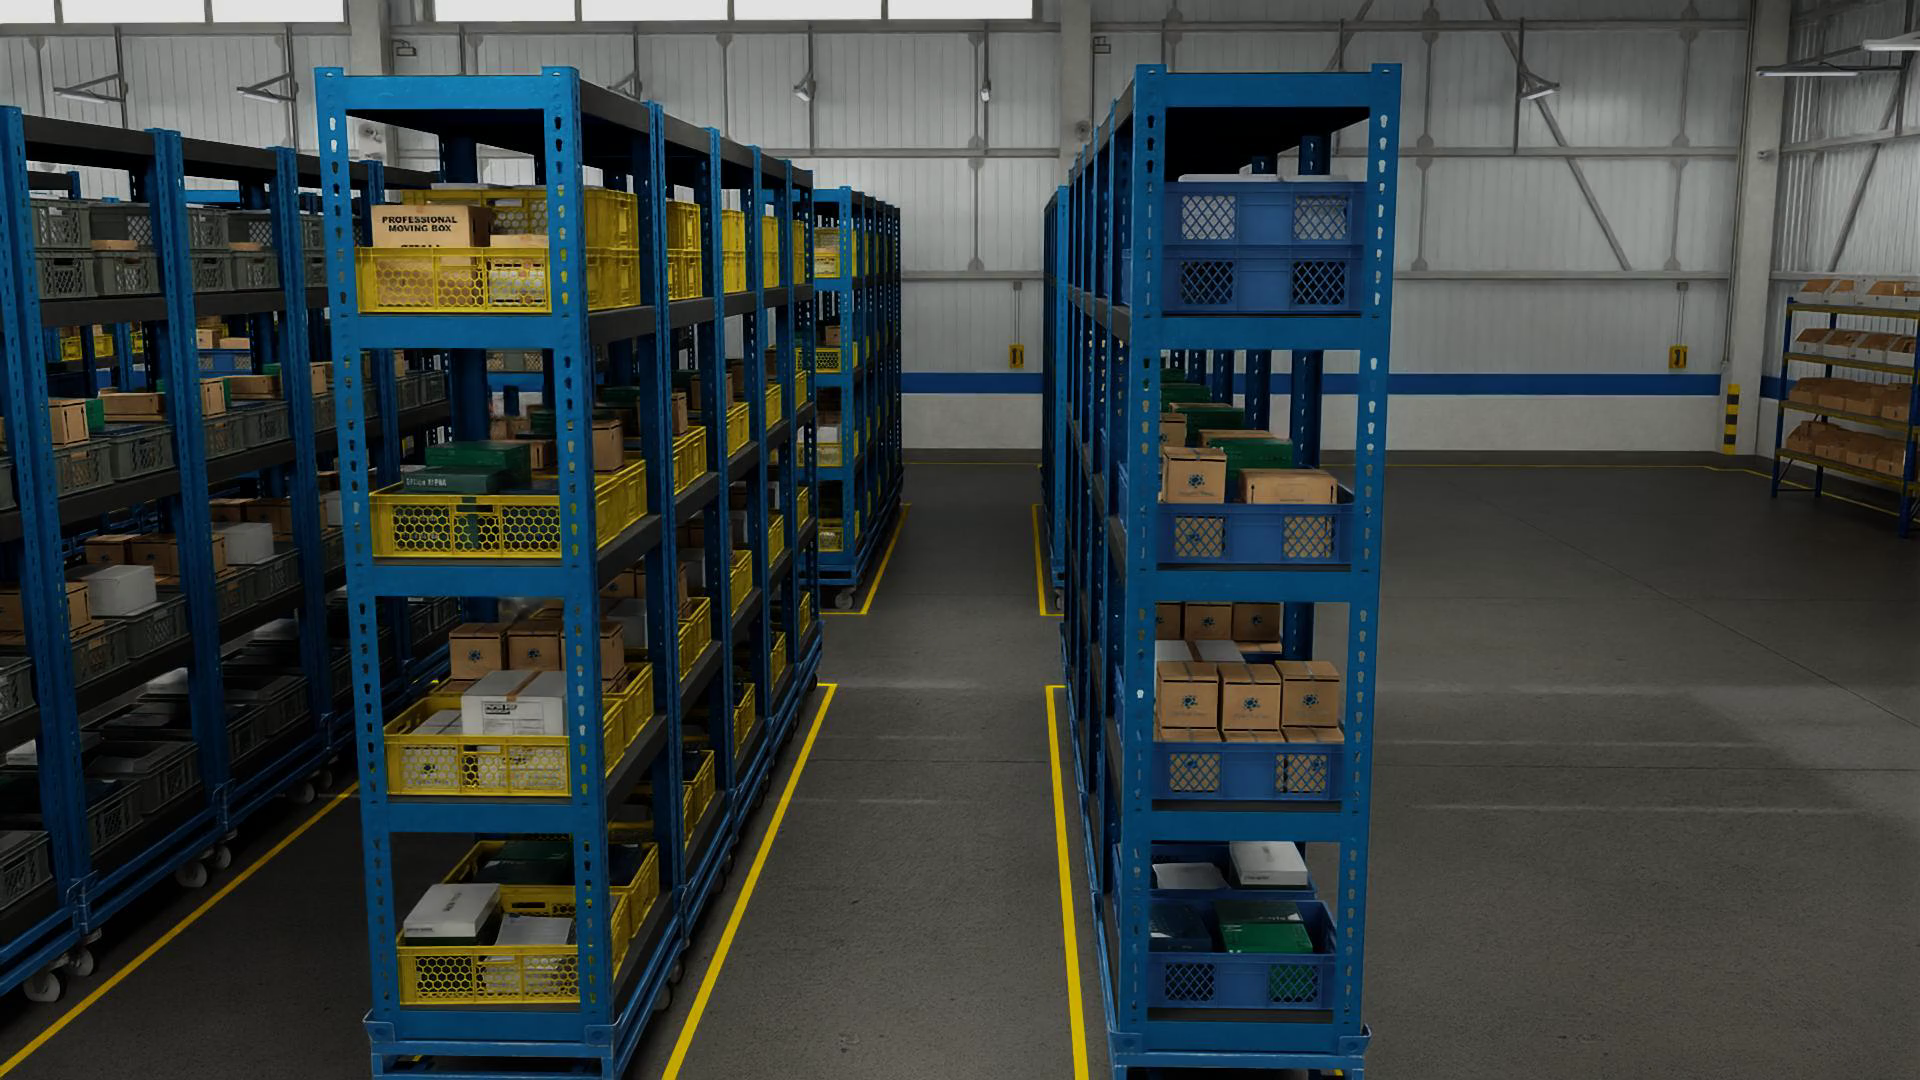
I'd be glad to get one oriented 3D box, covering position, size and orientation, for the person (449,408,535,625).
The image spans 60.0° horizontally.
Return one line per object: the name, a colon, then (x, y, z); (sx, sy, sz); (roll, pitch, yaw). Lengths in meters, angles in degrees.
person: (-3.606, -0.109, 12.687); (0.506, 1.980, 0.639); (1, 10, 5)
